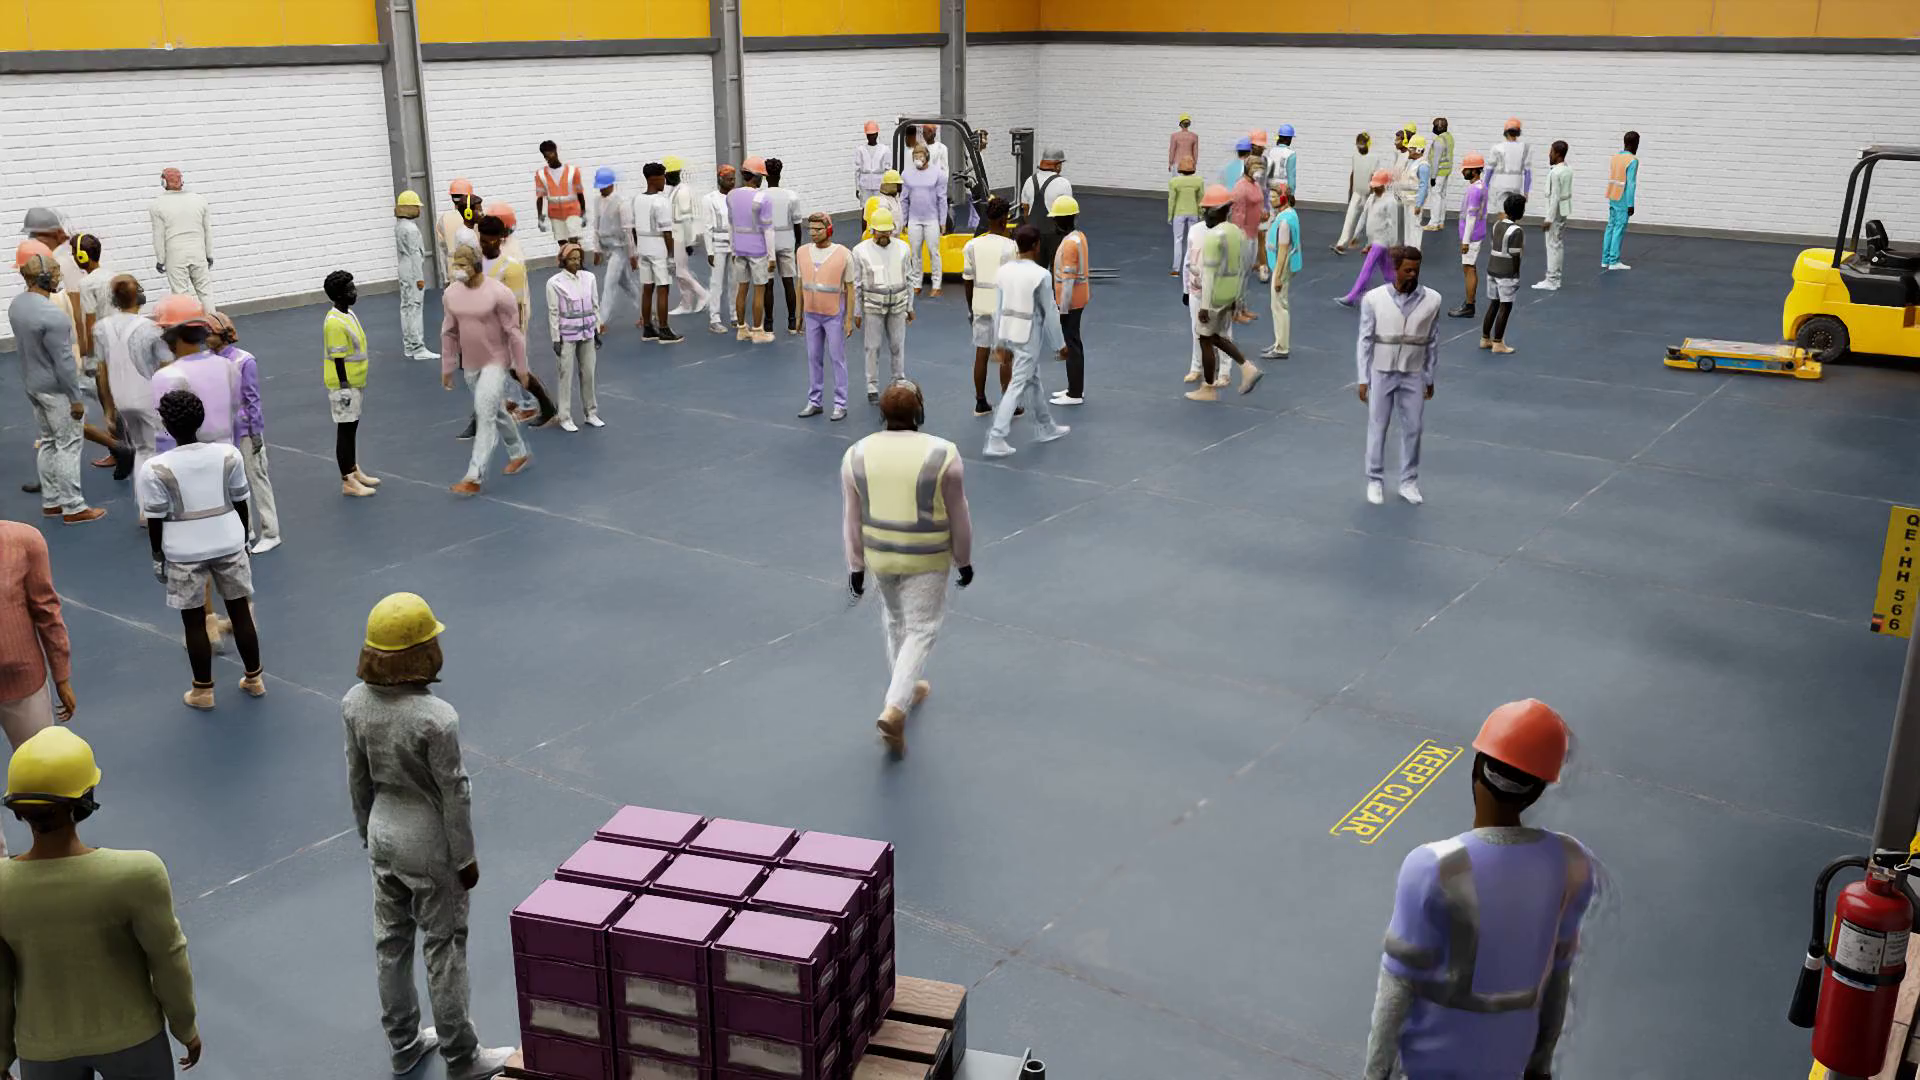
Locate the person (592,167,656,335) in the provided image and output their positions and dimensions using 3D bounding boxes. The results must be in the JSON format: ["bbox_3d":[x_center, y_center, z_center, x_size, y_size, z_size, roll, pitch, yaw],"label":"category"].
[{"bbox_3d":[-3.848,-3.264,18.744,0.985,1.880,0.635,-16,24,-41],"label":"person"}]

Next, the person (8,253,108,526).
[{"bbox_3d":[-6.393,-1.050,11.733,0.635,1.927,0.372,13,22,35],"label":"person"}]

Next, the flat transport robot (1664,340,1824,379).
[{"bbox_3d":[7.983,-1.862,16.941,1.431,0.197,0.652,9,20,26],"label":"flat transport robot"}]

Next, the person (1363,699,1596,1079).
[{"bbox_3d":[1.360,1.343,4.317,0.581,1.878,0.884,-7,19,-20],"label":"person"}]

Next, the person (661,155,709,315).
[{"bbox_3d":[-3.311,-3.606,19.754,0.481,1.912,0.605,-5,18,-15],"label":"person"}]

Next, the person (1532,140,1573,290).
[{"bbox_3d":[7.787,-4.233,21.697,0.373,1.916,0.596,11,21,31],"label":"person"}]

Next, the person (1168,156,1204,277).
[{"bbox_3d":[3.080,-4.423,22.751,0.497,1.632,0.285,-2,18,-7],"label":"person"}]

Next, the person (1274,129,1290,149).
[{"bbox_3d":[5.069,-5.595,26.223,0.335,1.760,0.524,0,18,-1],"label":"person"}]

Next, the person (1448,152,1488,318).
[{"bbox_3d":[6.037,-3.613,19.737,0.386,1.931,0.543,7,19,20],"label":"person"}]

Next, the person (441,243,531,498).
[{"bbox_3d":[-3.630,-1.323,12.664,0.645,1.878,1.059,8,19,23],"label":"person"}]

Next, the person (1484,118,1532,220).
[{"bbox_3d":[8.075,-5.225,24.665,0.623,1.992,1.005,-1,18,-4],"label":"person"}]

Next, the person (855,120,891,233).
[{"bbox_3d":[-1.321,-5.354,25.169,0.545,1.938,0.360,1,18,2],"label":"person"}]

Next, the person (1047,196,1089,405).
[{"bbox_3d":[0.989,-2.206,15.360,0.402,1.918,0.588,3,18,9],"label":"person"}]

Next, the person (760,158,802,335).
[{"bbox_3d":[-2.069,-3.286,18.652,0.616,1.964,0.361,-6,19,-18],"label":"person"}]

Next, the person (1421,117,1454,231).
[{"bbox_3d":[7.906,-6.047,27.513,0.429,1.837,0.624,11,21,32],"label":"person"}]

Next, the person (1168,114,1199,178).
[{"bbox_3d":[3.988,-6.728,29.764,0.532,1.756,0.344,-3,18,-9],"label":"person"}]

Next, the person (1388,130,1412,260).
[{"bbox_3d":[6.432,-5.017,24.240,0.309,1.861,0.535,-1,18,-4],"label":"person"}]

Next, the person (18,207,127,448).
[{"bbox_3d":[-7.422,-1.794,13.867,0.690,2.000,0.765,14,22,36],"label":"person"}]

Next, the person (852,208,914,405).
[{"bbox_3d":[-0.708,-2.153,15.358,0.601,1.817,0.403,-6,19,-19],"label":"person"}]

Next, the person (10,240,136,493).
[{"bbox_3d":[-6.757,-1.306,12.553,0.797,1.907,0.571,-10,20,-29],"label":"person"}]

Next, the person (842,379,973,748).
[{"bbox_3d":[-0.286,0.108,8.301,0.626,1.810,0.874,7,19,21],"label":"person"}]

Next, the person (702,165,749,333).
[{"bbox_3d":[-2.640,-3.291,18.829,0.574,1.877,0.349,-14,23,-38],"label":"person"}]

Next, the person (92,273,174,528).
[{"bbox_3d":[-5.605,-0.920,11.473,0.557,1.830,0.405,3,18,9],"label":"person"}]

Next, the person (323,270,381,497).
[{"bbox_3d":[-4.597,-1.178,12.496,0.322,1.697,0.536,-3,18,-9],"label":"person"}]

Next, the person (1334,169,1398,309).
[{"bbox_3d":[5.047,-3.659,20.258,0.936,1.685,0.577,-3,18,-8],"label":"person"}]

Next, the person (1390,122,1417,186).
[{"bbox_3d":[7.319,-5.942,27.292,0.532,1.768,0.328,11,21,31],"label":"person"}]

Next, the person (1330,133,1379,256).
[{"bbox_3d":[5.904,-5.116,24.655,1.011,1.794,0.579,-16,24,-42],"label":"person"}]

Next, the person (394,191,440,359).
[{"bbox_3d":[-5.718,-2.773,17.414,0.312,1.741,0.487,-12,22,-34],"label":"person"}]

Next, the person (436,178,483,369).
[{"bbox_3d":[-4.976,-2.680,16.826,0.550,1.925,0.390,5,18,16],"label":"person"}]

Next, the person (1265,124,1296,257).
[{"bbox_3d":[4.701,-5.087,24.341,0.415,1.939,0.604,-9,20,-26],"label":"person"}]

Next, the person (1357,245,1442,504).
[{"bbox_3d":[3.221,-1.222,12.294,0.618,1.913,0.426,0,18,-1],"label":"person"}]

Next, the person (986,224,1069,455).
[{"bbox_3d":[0.556,-1.657,13.722,1.007,1.870,0.590,-13,22,-34],"label":"person"}]
